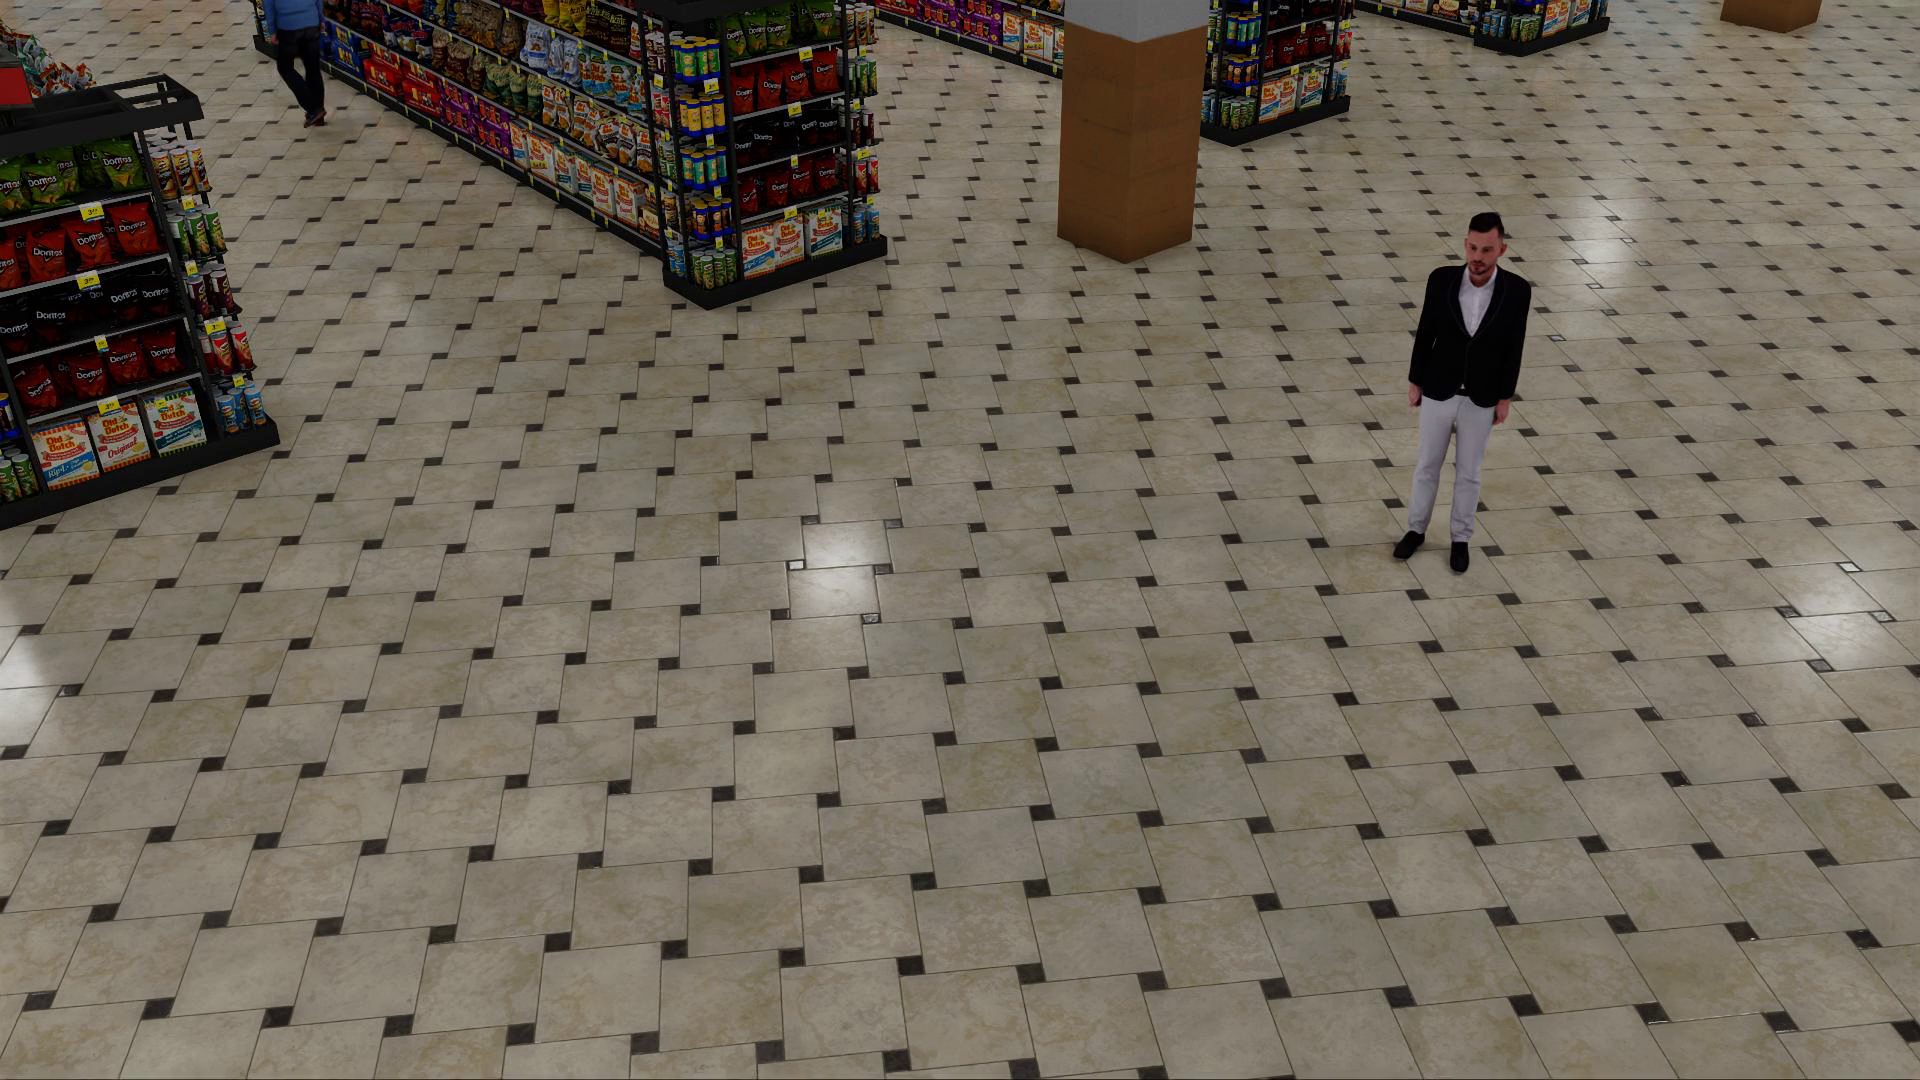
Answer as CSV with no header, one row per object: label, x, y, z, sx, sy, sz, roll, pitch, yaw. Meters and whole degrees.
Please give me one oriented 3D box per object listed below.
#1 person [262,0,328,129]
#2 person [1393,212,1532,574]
person,-5.487,-4.297,13.817,0.891,1.804,0.717,28,41,37
person,2.422,-0.715,8.025,0.643,1.841,0.788,12,34,19
